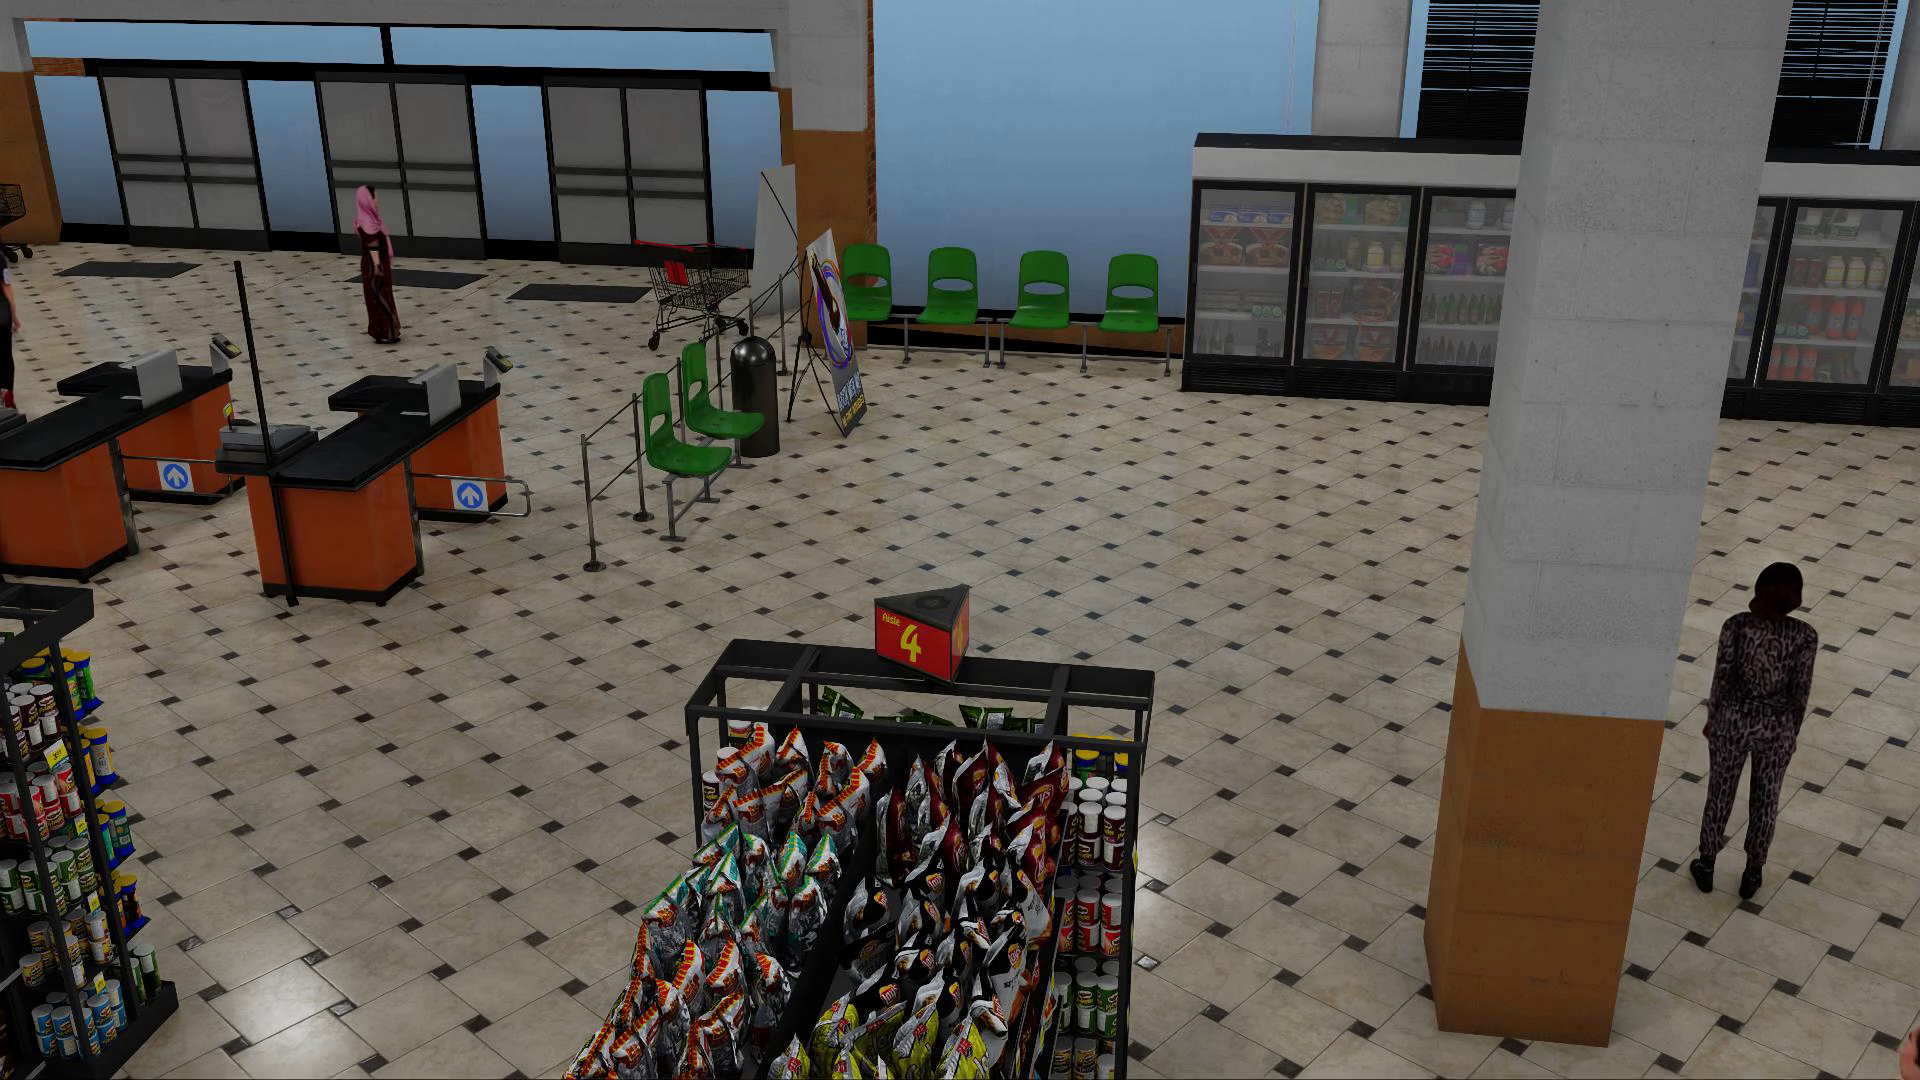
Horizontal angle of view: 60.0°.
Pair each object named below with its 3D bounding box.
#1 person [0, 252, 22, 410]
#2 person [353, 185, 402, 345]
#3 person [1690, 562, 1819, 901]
[{"bbox_3d":[-8.691,-1.964,14.897,1.104,1.738,1.117,-18,28,-37],"label":"person"},{"bbox_3d":[-6.077,-2.867,17.279,0.813,1.638,0.683,-5,23,-13],"label":"person"},{"bbox_3d":[3.729,0.892,7.824,0.626,1.713,0.632,9,24,21],"label":"person"}]
